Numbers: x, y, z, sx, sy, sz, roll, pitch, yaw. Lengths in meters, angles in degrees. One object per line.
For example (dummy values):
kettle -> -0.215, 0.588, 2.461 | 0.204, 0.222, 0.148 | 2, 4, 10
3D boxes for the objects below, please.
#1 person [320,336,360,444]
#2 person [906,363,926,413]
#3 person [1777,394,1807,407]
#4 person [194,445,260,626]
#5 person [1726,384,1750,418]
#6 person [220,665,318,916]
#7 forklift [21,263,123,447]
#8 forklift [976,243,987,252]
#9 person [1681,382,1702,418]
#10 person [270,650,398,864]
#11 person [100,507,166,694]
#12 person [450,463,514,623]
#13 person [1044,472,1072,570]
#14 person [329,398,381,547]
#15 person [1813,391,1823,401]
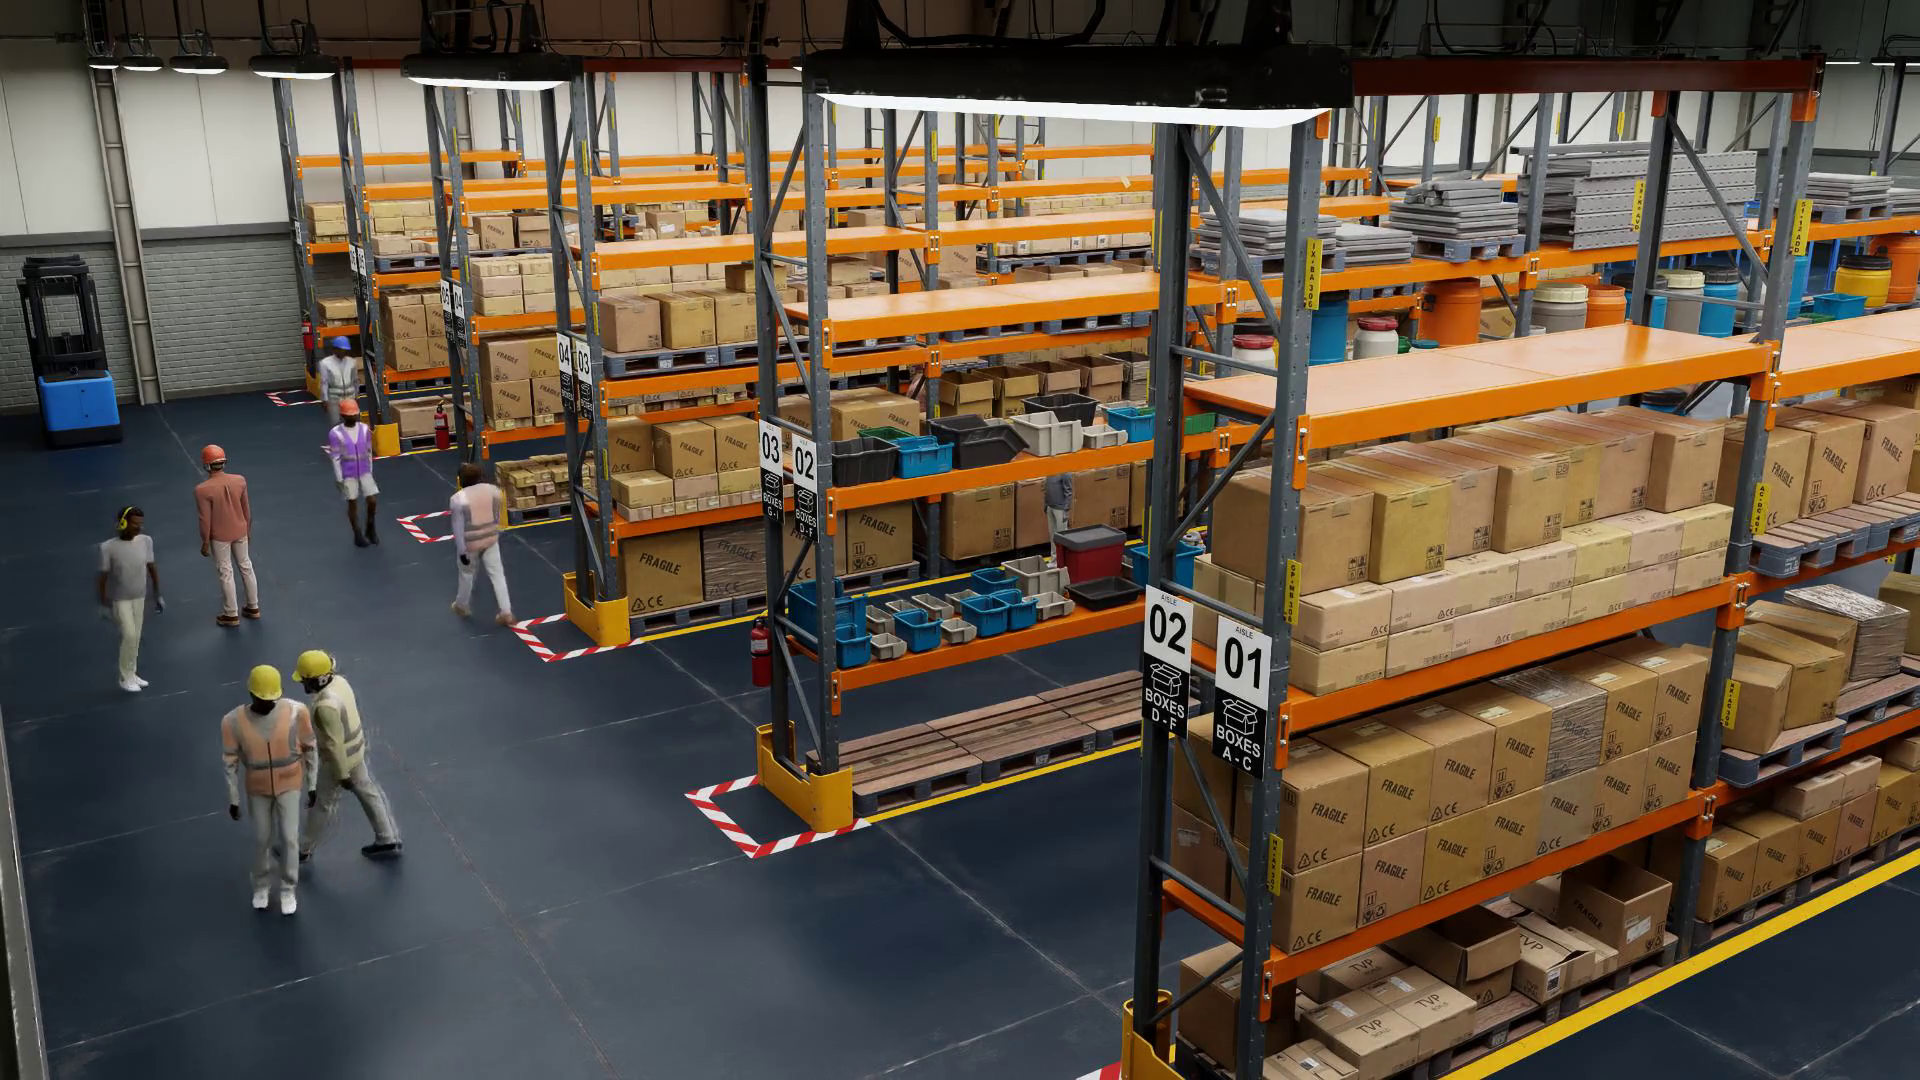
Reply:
person -> -9.635, -2.229, 24.476 | 0.633, 1.917, 0.772 | -14, 22, -38
person -> -0.610, -1.686, 22.717 | 0.399, 1.905, 0.642 | 3, 17, 9
person -> 12.811, -2.186, 24.475 | 0.590, 1.833, 0.404 | 1, 17, 5
person -> -8.024, -0.062, 17.238 | 0.387, 1.996, 0.611 | 10, 20, 30
person -> 11.065, -1.512, 22.490 | 0.318, 1.698, 0.539 | -1, 17, -3
person -> -4.950, 1.779, 11.392 | 0.635, 1.884, 0.473 | -6, 18, -20
forklift -> -14.518, -3.079, 25.708 | 1.129, 2.768, 1.873 | -10, 20, -31
forklift -> 0.988, -5.474, 34.718 | 1.214, 2.155, 2.313 | -10, 20, -31
person -> 12.327, -2.833, 26.555 | 0.659, 1.865, 0.977 | 0, 17, 1
person -> -4.831, 1.642, 12.012 | 0.956, 1.767, 0.611 | -1, 17, -4
person -> -8.101, 0.576, 15.422 | 0.509, 1.832, 0.557 | 10, 19, 29
person -> -5.284, 0.024, 17.315 | 0.626, 1.797, 0.975 | -16, 23, -42
person -> 1.156, -0.378, 18.885 | 0.266, 1.631, 0.507 | -9, 19, -26
person -> -7.620, -0.839, 19.916 | 0.553, 1.919, 0.513 | -14, 22, -38
person -> 15.052, -3.239, 27.750 | 0.366, 1.938, 0.630 | -15, 22, -40
